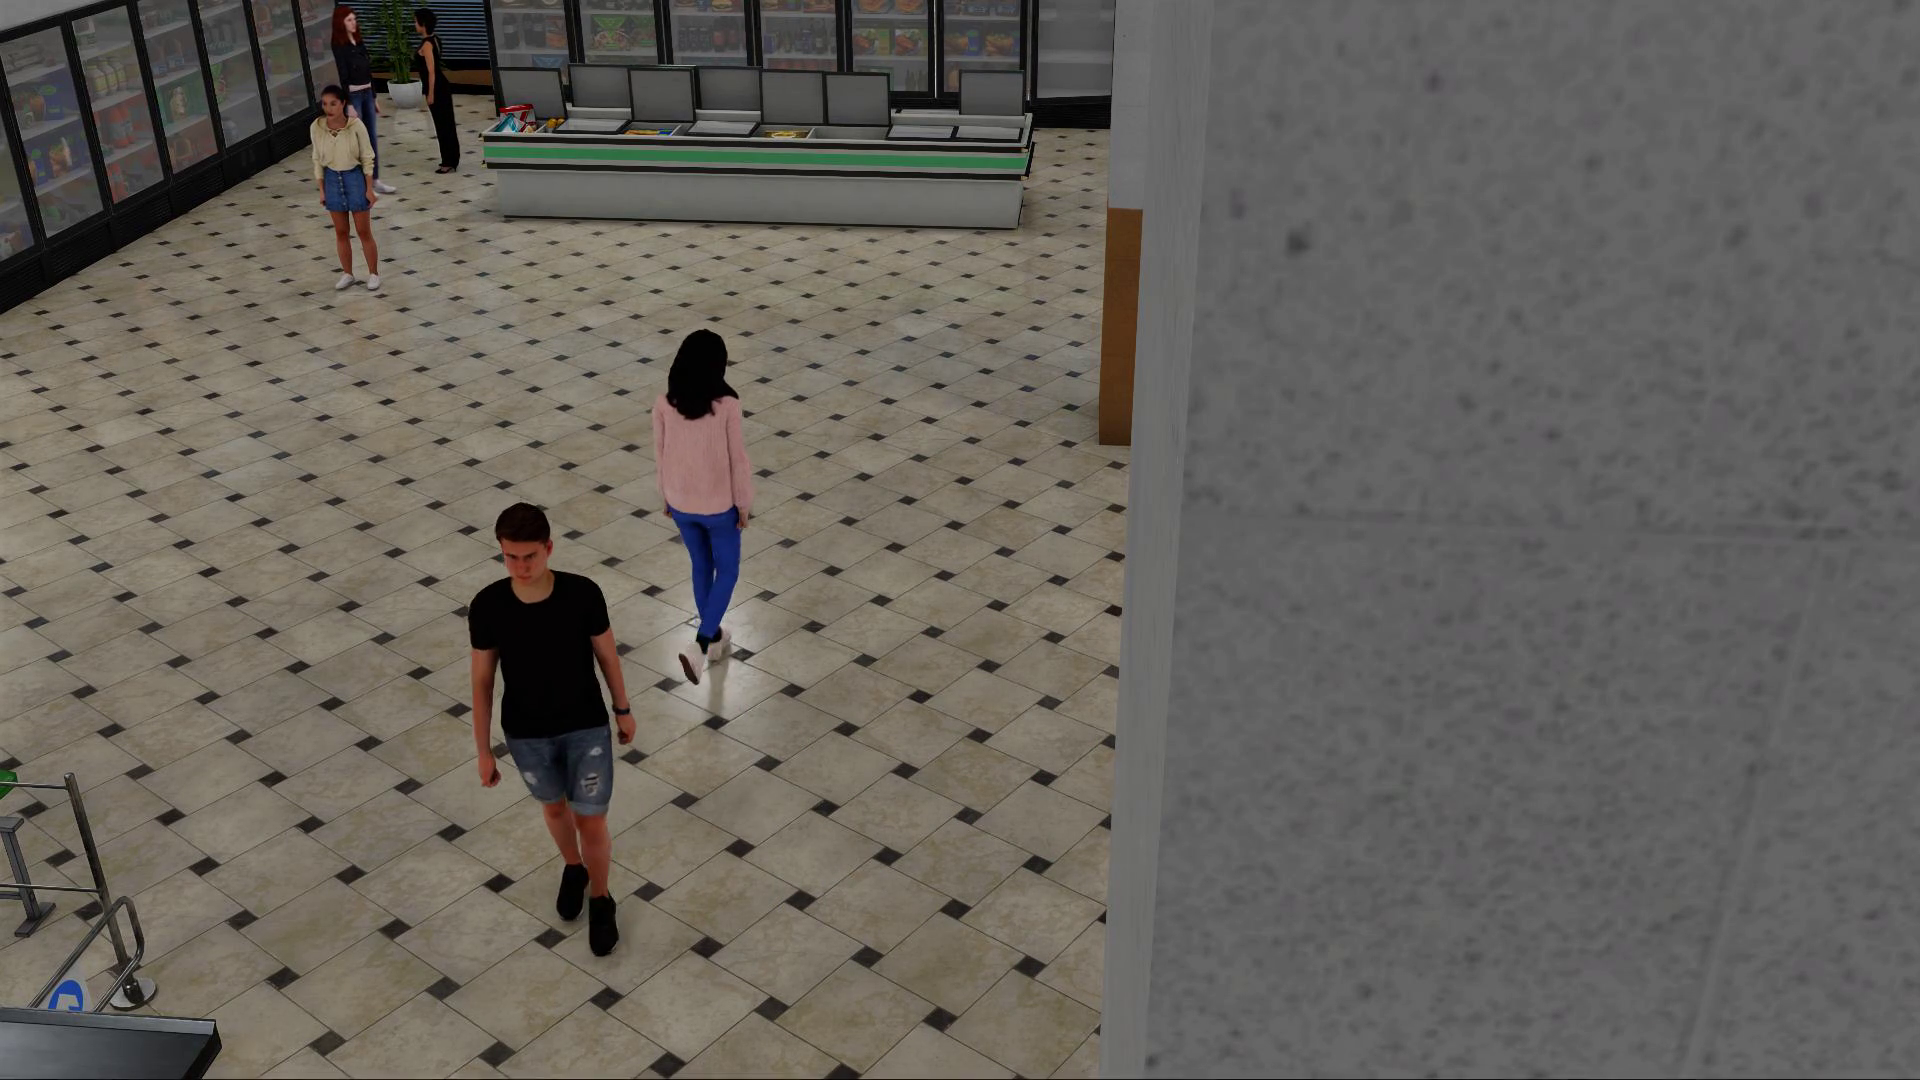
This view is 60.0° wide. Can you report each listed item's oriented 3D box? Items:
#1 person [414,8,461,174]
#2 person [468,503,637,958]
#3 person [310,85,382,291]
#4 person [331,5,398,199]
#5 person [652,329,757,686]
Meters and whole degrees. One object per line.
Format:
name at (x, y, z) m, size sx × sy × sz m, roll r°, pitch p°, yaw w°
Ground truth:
person at (-5.226, -4.495, 16.652) m, size 0.559 × 1.602 × 0.603 m, roll -2°, pitch 27°, yaw -3°
person at (-1.503, 0.644, 6.268) m, size 0.801 × 1.829 × 0.855 m, roll -2°, pitch 27°, yaw -5°
person at (-4.909, -2.821, 13.318) m, size 0.518 × 1.633 × 0.715 m, roll 0°, pitch 27°, yaw 0°
person at (-5.699, -4.142, 15.752) m, size 0.616 × 1.788 × 0.625 m, roll 9°, pitch 28°, yaw 17°
person at (-1.233, -0.107, 7.841) m, size 0.954 × 1.746 × 0.822 m, roll 6°, pitch 28°, yaw 12°
